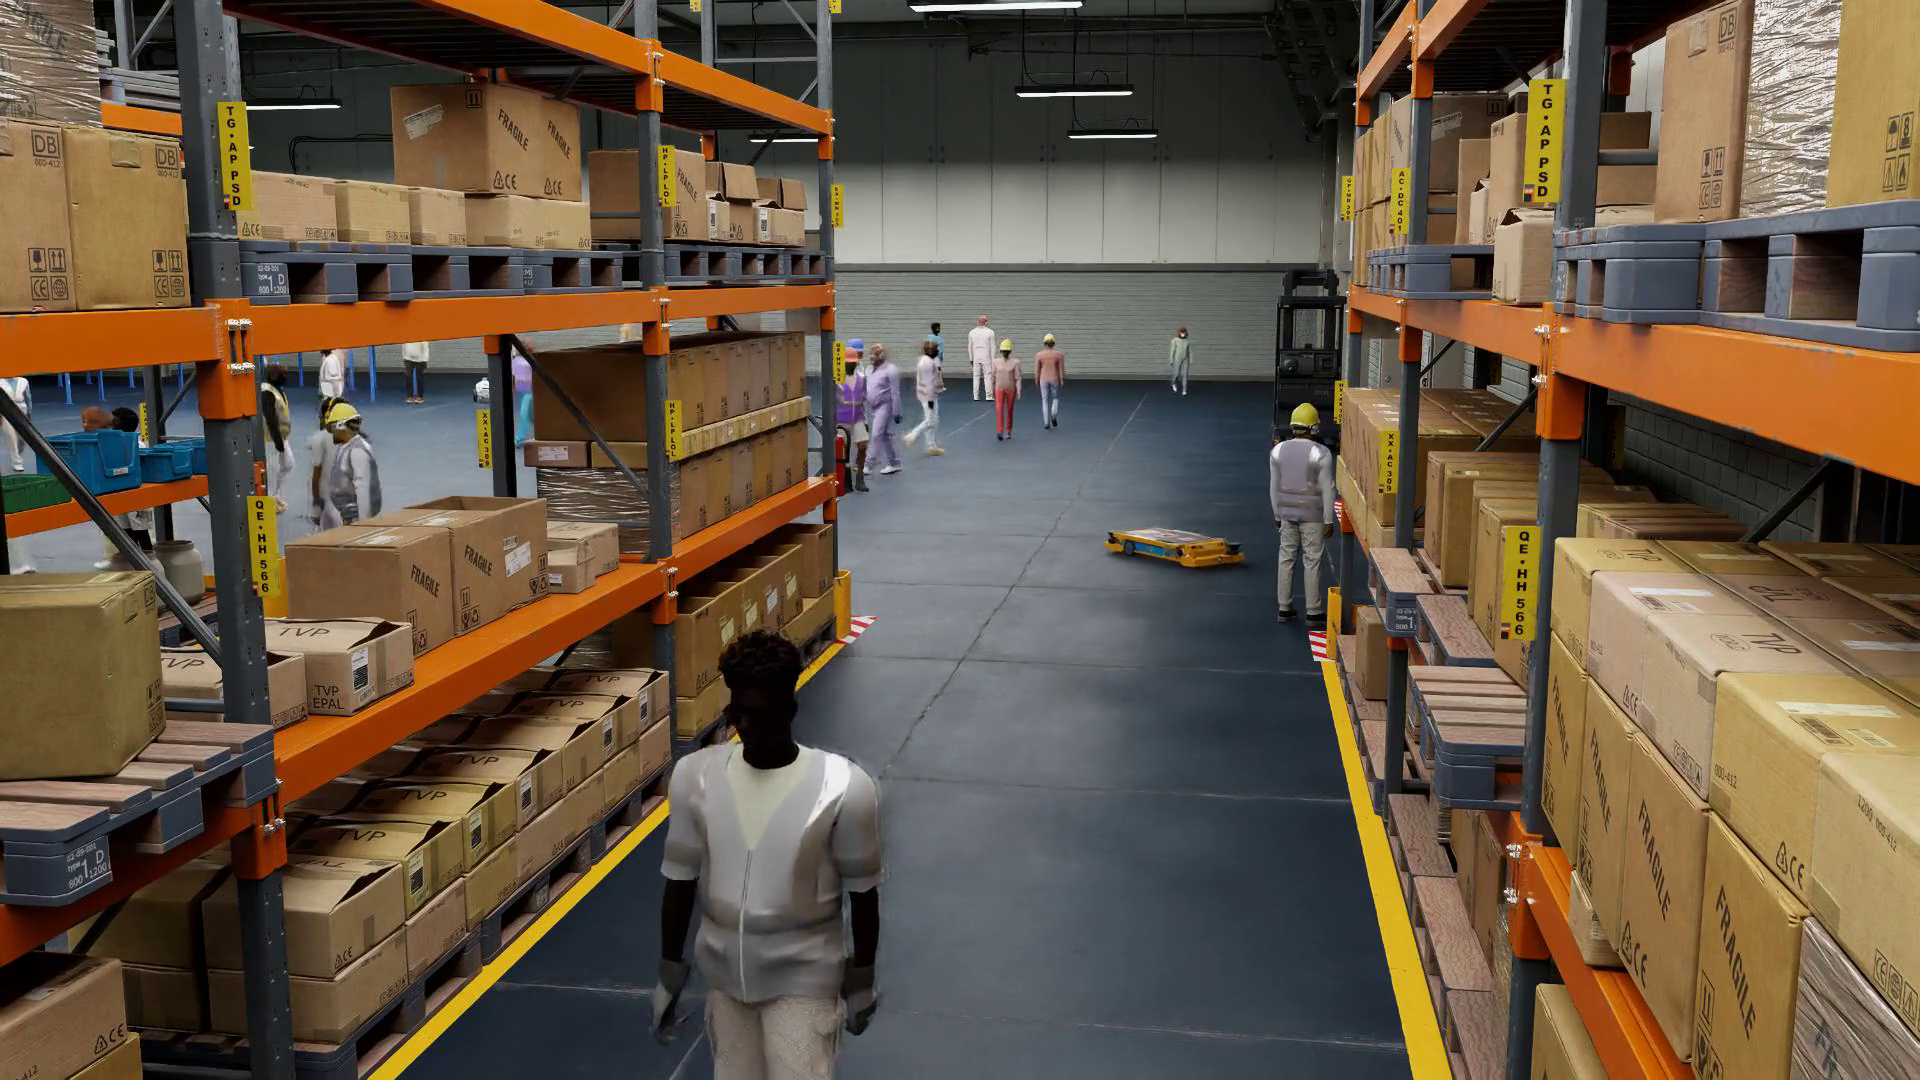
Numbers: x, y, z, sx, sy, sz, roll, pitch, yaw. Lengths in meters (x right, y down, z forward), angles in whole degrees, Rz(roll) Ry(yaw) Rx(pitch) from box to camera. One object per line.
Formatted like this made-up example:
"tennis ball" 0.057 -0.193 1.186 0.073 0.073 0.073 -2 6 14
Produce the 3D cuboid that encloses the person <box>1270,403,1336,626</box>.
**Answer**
"person" 2.854 -0.217 13.780 0.588 1.837 0.404 8 12 42

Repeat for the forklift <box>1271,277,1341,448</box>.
"forklift" 5.847 -3.016 27.970 1.129 2.768 1.873 1 9 9

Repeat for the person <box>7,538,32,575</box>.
"person" -9.290 -0.514 15.563 1.063 1.865 0.619 0 9 0

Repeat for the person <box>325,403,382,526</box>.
"person" -5.085 -0.244 14.026 0.408 1.814 0.662 -6 11 -32

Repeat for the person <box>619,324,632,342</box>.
"person" -8.393 -4.777 41.780 0.347 1.898 0.727 0 9 2

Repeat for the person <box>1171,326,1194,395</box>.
"person" 5.245 -4.253 39.345 0.522 1.615 0.419 -1 9 -4

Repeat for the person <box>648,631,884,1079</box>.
"person" -0.550 1.208 4.633 0.618 1.948 0.420 3 10 19

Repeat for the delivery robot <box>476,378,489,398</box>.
"delivery robot" -10.573 -3.369 37.007 0.477 0.478 0.707 -3 10 -20

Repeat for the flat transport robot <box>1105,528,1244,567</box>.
"flat transport robot" 2.181 0.056 17.045 0.652 0.197 1.431 -6 11 -33

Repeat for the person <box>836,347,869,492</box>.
"person" -1.423 -1.565 21.840 0.582 1.912 0.704 -4 10 -25

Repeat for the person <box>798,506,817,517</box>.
"person" -2.172 -1.124 19.526 0.968 1.786 0.517 -6 11 -34

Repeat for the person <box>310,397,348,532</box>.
"person" -5.580 -0.362 14.756 0.981 1.824 0.531 0 9 2

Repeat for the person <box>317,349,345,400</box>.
"person" -10.617 -2.548 28.044 0.484 1.880 0.638 -1 9 -8

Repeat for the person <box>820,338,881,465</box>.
"person" -1.681 -2.093 25.139 0.884 1.920 0.625 4 10 22

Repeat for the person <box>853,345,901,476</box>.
"person" -1.227 -1.846 23.741 0.974 1.860 0.642 -7 12 -37

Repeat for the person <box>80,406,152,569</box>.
"person" -8.272 -0.512 16.256 0.528 1.613 0.530 2 9 9

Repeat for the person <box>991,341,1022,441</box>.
"person" 0.798 -2.578 28.727 0.535 1.714 0.964 1 9 5

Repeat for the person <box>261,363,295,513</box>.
"person" -8.315 -1.234 20.144 0.446 1.816 0.632 -1 9 -7

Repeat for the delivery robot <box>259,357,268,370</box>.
"delivery robot" -20.130 -5.124 47.833 0.477 0.478 0.707 -5 10 -26

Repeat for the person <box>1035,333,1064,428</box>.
"person" 1.669 -2.968 30.984 0.554 1.747 0.481 1 9 4

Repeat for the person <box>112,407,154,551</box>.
"person" -7.526 -0.359 15.084 0.535 1.700 0.318 6 11 34

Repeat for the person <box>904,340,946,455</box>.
"person" -0.539 -2.256 26.374 0.579 1.830 0.640 0 9 -3

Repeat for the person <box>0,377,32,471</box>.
"person" -13.919 -1.837 24.427 0.480 1.627 0.518 8 12 41

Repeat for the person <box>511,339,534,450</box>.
"person" -7.169 -2.425 27.530 0.585 1.801 0.971 6 11 32

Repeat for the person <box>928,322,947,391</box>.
"person" -0.649 -4.491 40.640 0.739 1.669 0.534 5 11 29

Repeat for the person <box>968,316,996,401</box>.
"person" 0.517 -4.077 37.376 0.643 1.910 0.400 4 10 23

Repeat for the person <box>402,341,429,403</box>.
"person" -12.002 -3.971 36.642 0.635 1.927 0.843 0 9 2

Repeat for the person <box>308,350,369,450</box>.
"person" -10.203 -2.423 27.198 0.883 1.907 0.543 -3 10 -16

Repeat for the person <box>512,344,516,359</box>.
"person" -11.010 -4.492 39.962 0.617 1.893 0.752 -2 9 -11
